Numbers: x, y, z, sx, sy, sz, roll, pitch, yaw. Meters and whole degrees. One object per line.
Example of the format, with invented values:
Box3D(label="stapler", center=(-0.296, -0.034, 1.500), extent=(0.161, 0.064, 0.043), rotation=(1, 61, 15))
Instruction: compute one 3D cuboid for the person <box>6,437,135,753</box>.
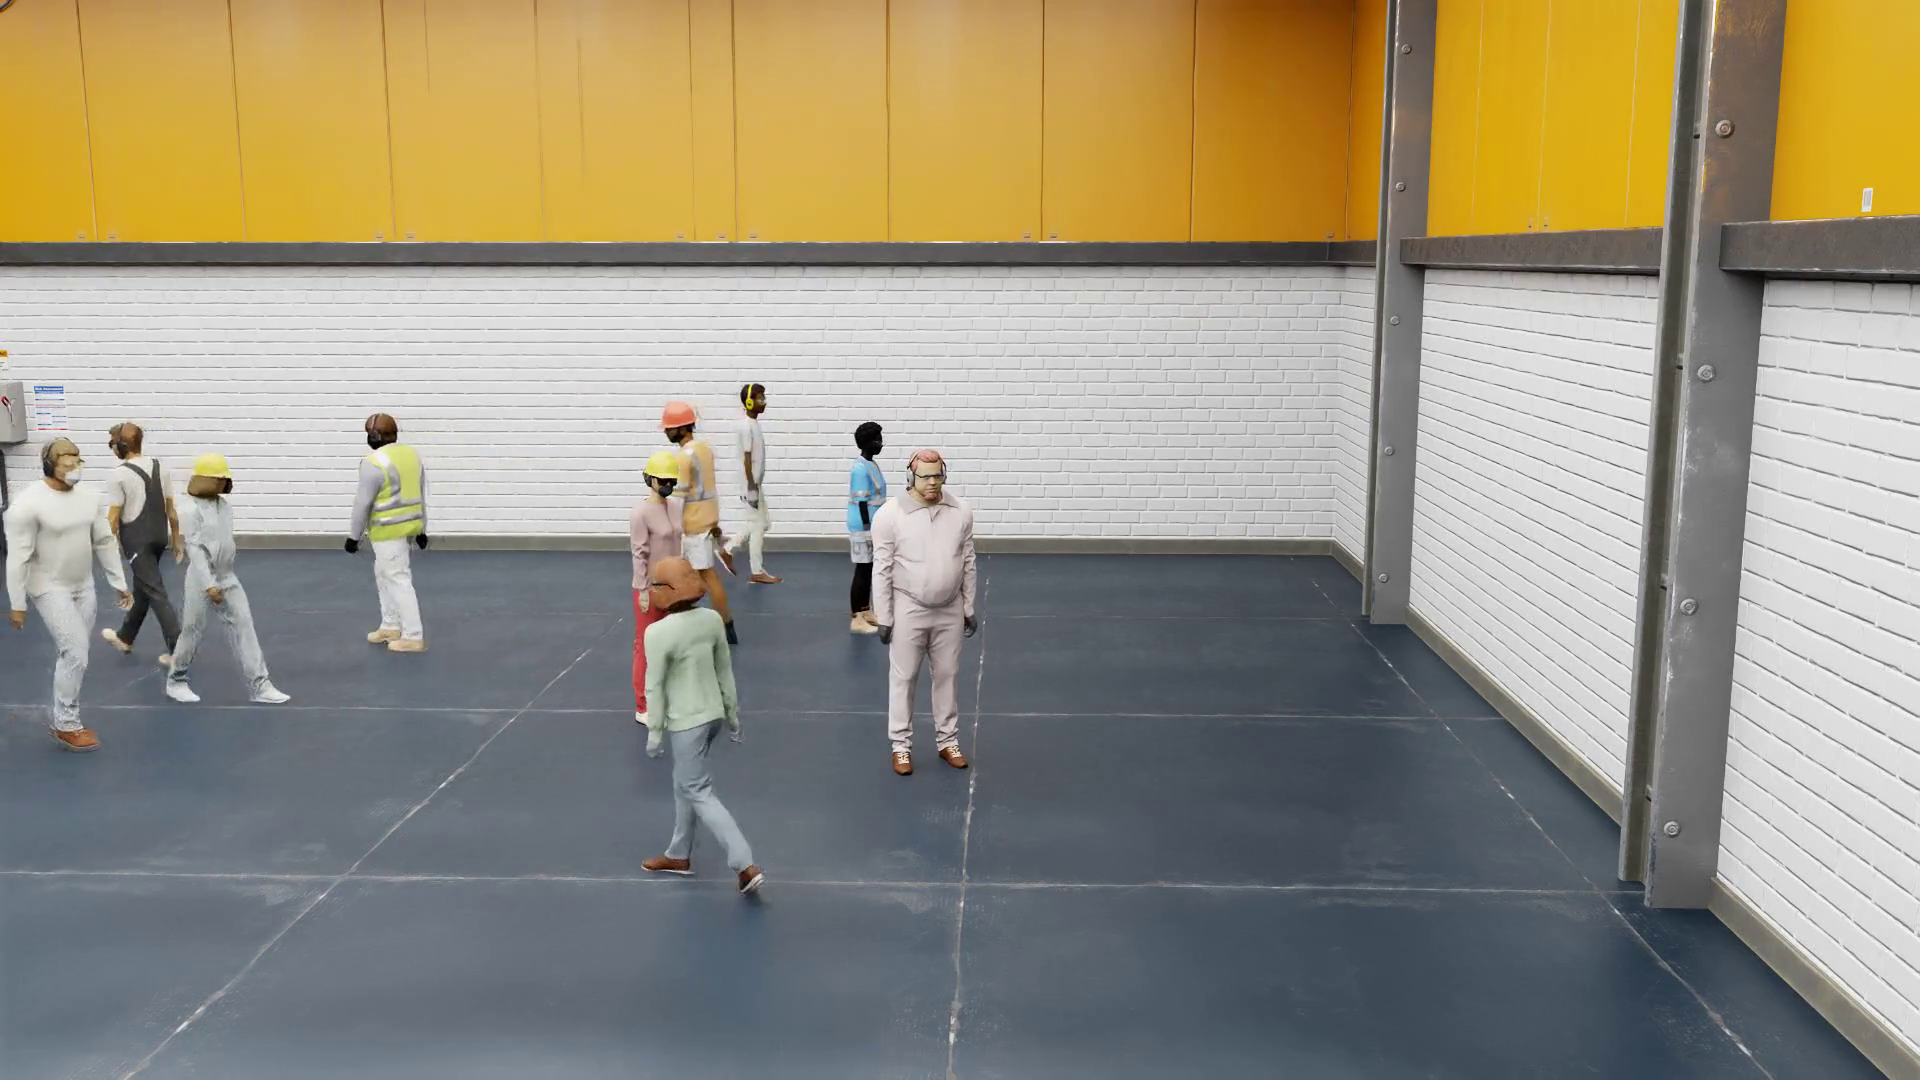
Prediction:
Box3D(label="person", center=(-5.368, 0.329, 10.081), extent=(0.654, 1.912, 0.662), rotation=(2, 10, 14))

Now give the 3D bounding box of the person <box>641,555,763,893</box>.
Box3D(label="person", center=(-1.207, 0.868, 7.846), extent=(0.753, 1.598, 0.500), rotation=(5, 11, 27))

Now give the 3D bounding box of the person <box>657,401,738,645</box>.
Box3D(label="person", center=(-2.151, -0.120, 12.775), extent=(0.939, 1.889, 0.565), rotation=(2, 10, 10))

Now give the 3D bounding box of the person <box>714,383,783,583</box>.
Box3D(label="person", center=(-1.937, -0.507, 15.159), extent=(0.551, 1.856, 0.516), rotation=(0, 10, 3))

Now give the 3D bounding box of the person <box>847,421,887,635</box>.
Box3D(label="person", center=(-0.736, -0.102, 13.267), extent=(0.317, 1.693, 0.539), rotation=(1, 10, 8))

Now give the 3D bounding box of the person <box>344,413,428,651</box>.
Box3D(label="person", center=(-4.391, -0.051, 12.619), extent=(0.715, 1.814, 0.622), rotation=(2, 10, 12))

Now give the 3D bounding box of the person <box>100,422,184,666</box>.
Box3D(label="person", center=(-6.046, 0.029, 12.210), extent=(0.986, 1.788, 0.506), rotation=(4, 10, 20))

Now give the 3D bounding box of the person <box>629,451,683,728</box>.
Box3D(label="person", center=(-1.911, 0.307, 10.660), extent=(0.329, 1.763, 0.523), rotation=(4, 11, 23))

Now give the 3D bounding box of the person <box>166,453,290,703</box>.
Box3D(label="person", center=(-4.980, 0.267, 11.090), extent=(0.869, 1.699, 0.495), rotation=(3, 10, 18))

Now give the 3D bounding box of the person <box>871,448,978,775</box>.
Box3D(label="person", center=(-0.187, 0.412, 9.651), extent=(0.646, 1.900, 0.403), rotation=(-4, 11, -25))
